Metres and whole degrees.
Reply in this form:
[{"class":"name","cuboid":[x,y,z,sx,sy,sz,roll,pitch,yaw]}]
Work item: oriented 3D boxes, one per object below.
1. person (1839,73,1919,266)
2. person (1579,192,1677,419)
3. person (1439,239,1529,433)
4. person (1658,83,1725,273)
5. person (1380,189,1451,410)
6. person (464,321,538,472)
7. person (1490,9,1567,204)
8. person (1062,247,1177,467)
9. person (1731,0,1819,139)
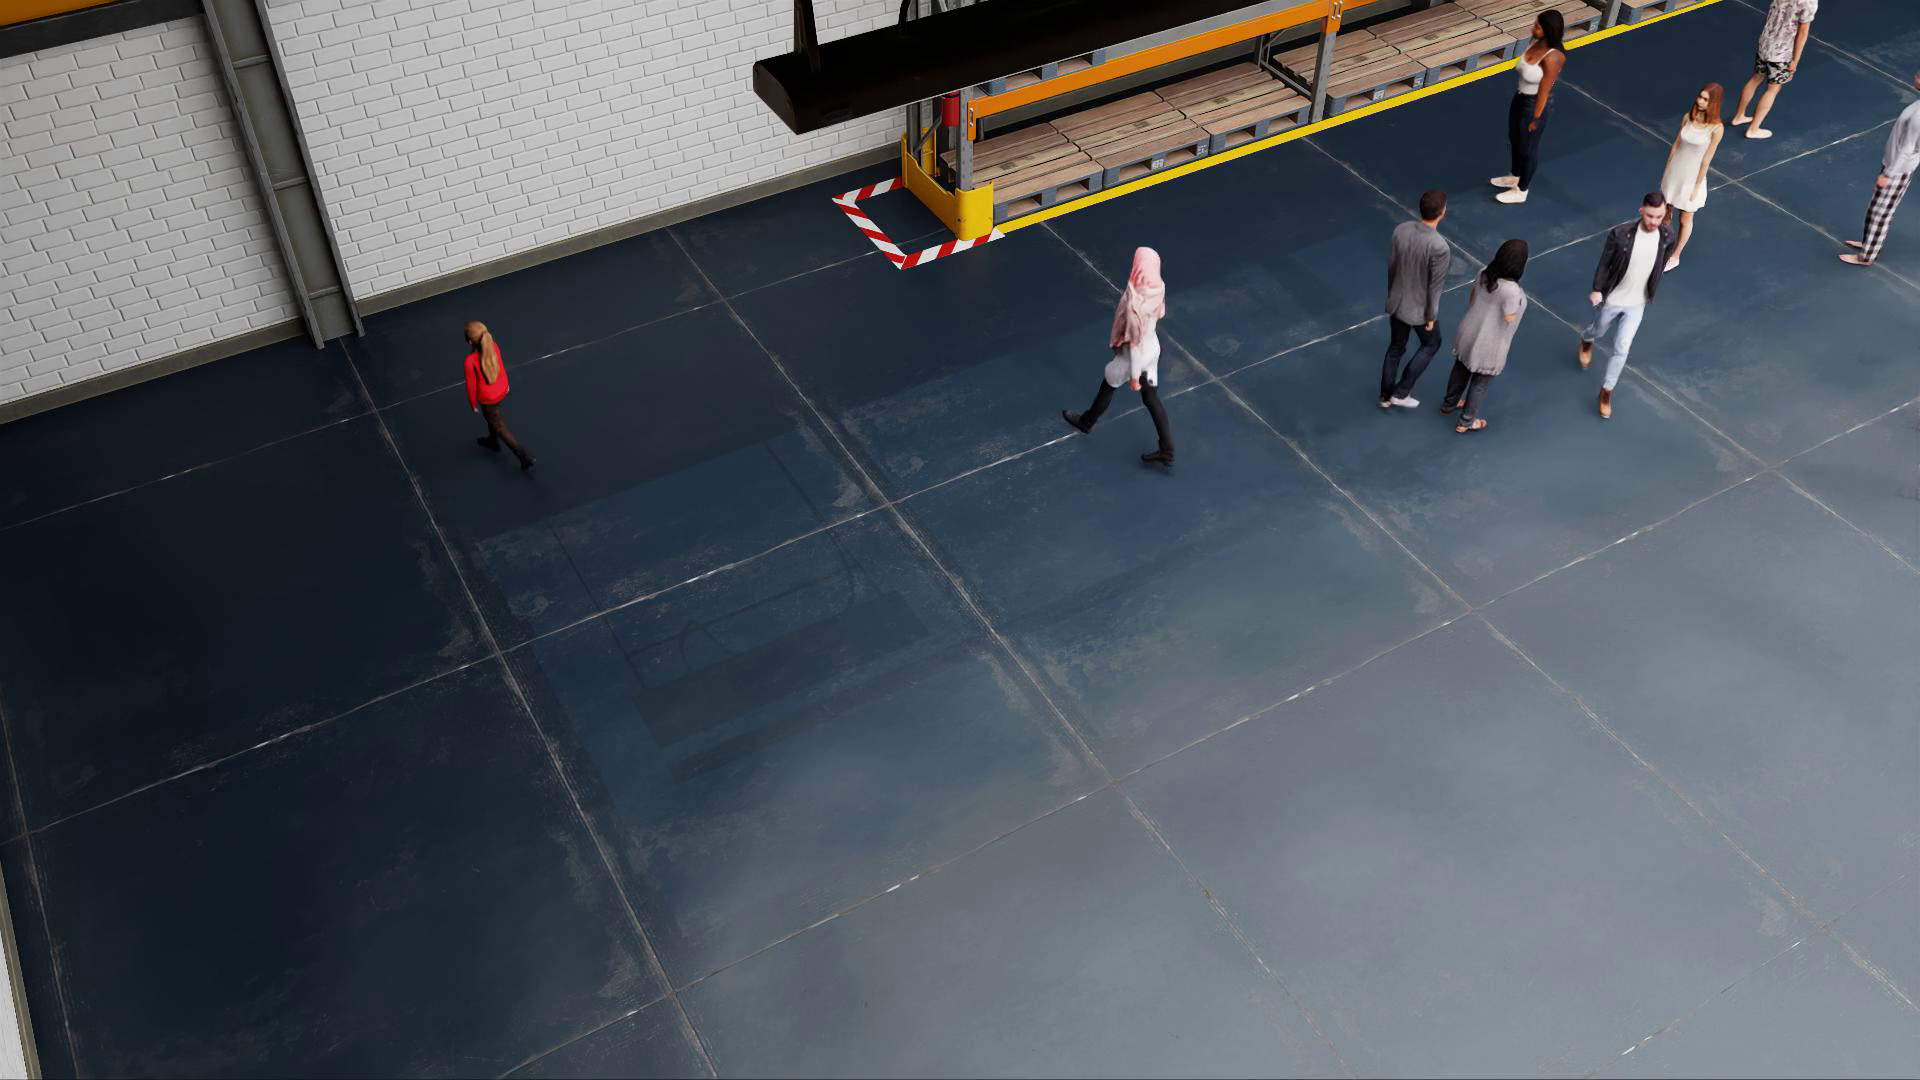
[{"class":"person","cuboid":[7.955,-3.170,14.064,0.758,1.846,0.615,28,50,26]},{"class":"person","cuboid":[5.077,-1.917,12.775,1.169,1.810,1.153,6,44,7]},{"class":"person","cuboid":[3.952,-1.546,12.537,0.693,1.600,0.664,-16,46,-16]},{"class":"person","cuboid":[6.152,-3.083,14.071,0.516,1.710,0.561,-23,48,-23]},{"class":"person","cuboid":[3.356,-1.742,12.564,0.683,1.848,0.743,-24,49,-23]},{"class":"person","cuboid":[-3.423,-1.052,12.264,0.830,1.262,0.891,21,48,21]},{"class":"person","cuboid":[5.125,-3.865,14.821,0.743,1.808,0.729,-3,44,-3]},{"class":"person","cuboid":[1.385,-1.281,12.159,1.085,1.739,1.232,22,48,21]},{"class":"person","cuboid":[7.709,-4.665,15.659,0.640,1.811,0.715,-13,45,-13]}]
